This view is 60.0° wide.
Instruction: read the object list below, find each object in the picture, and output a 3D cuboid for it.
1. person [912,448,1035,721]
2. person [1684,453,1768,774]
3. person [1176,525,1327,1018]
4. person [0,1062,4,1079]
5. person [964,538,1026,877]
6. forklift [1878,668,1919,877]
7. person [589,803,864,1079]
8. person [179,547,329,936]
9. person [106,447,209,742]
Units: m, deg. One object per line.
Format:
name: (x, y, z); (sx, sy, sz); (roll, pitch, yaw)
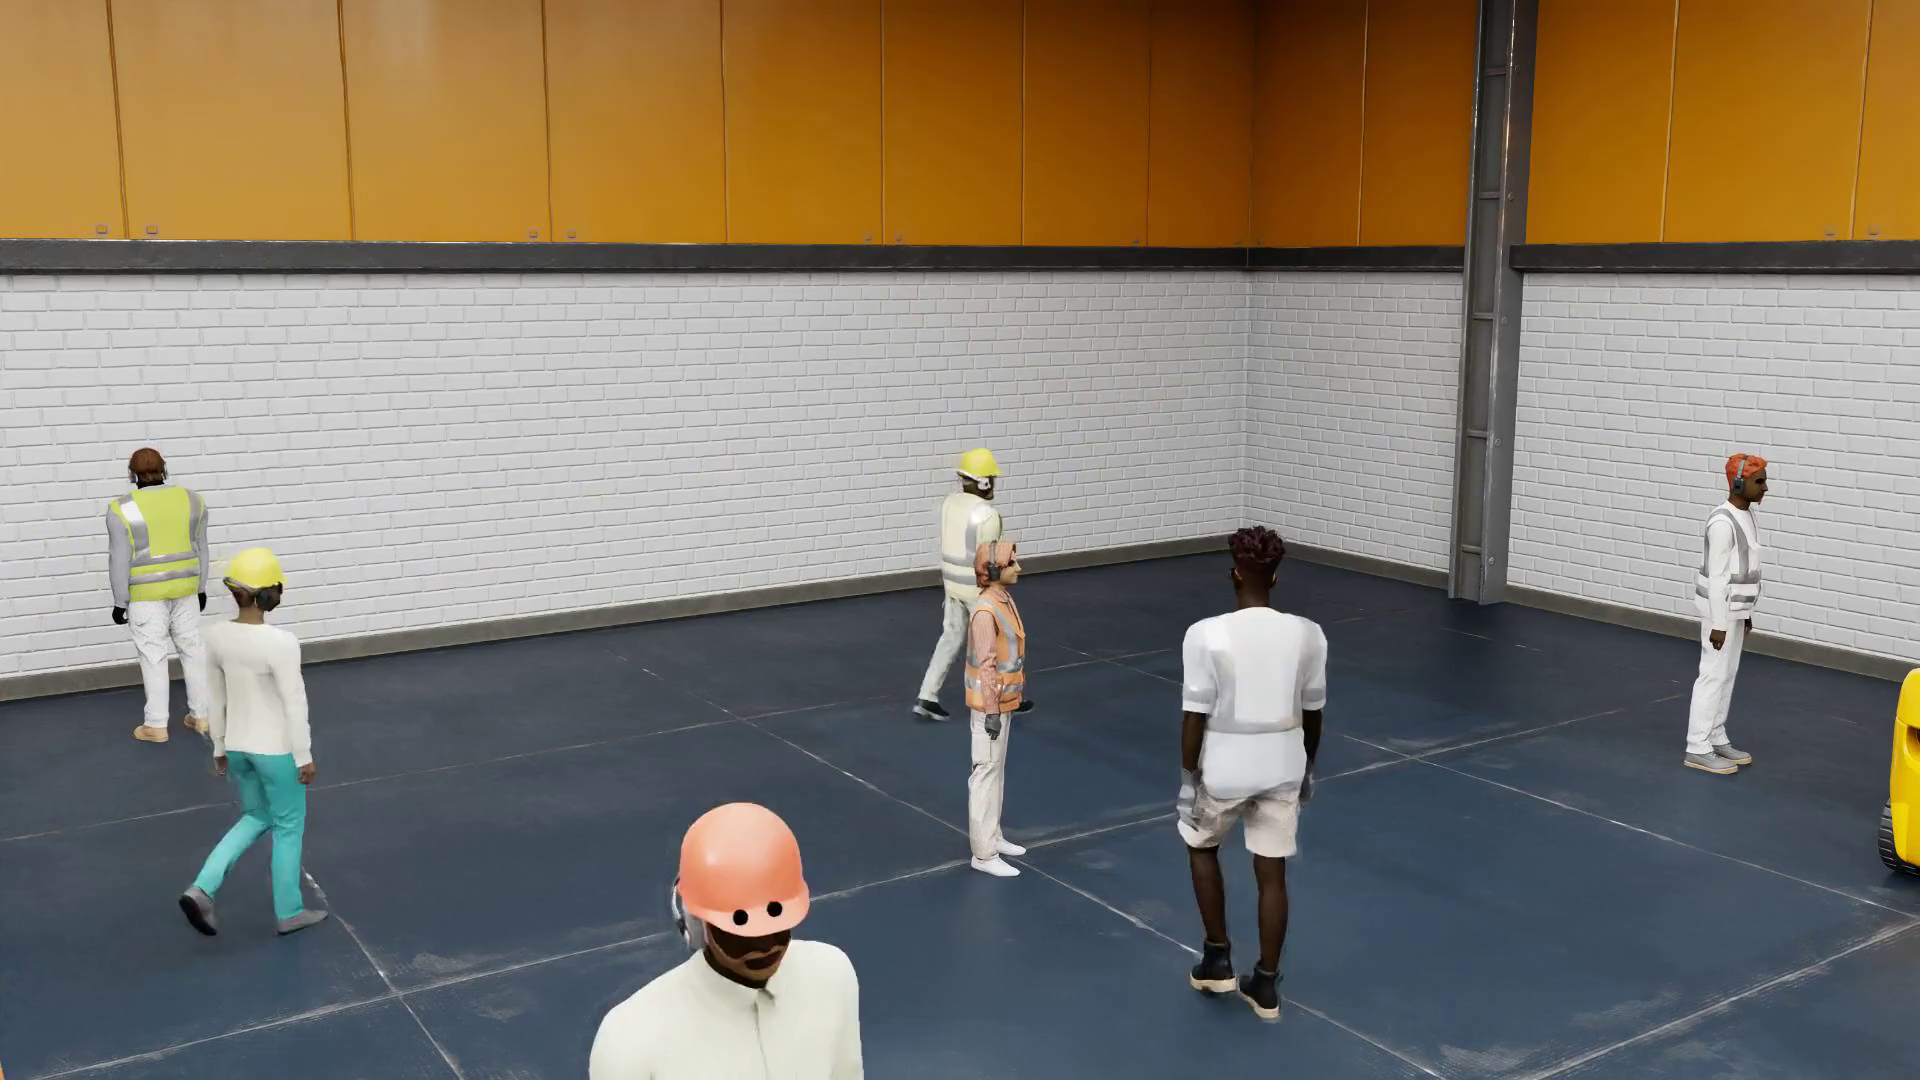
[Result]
person: (0.080, 0.294, 10.766); (0.850, 1.800, 0.598); (-8, 12, -39)
person: (4.500, 0.426, 9.751); (0.350, 1.878, 0.568); (7, 12, 37)
person: (1.141, 0.905, 6.630); (0.631, 1.942, 0.575); (-2, 10, -11)
person: (-2.128, 1.586, 3.421); (0.844, 1.645, 0.547); (4, 10, 22)
person: (0.171, 0.807, 8.143); (0.309, 1.645, 0.514); (1, 10, 9)
forklift: (5.511, 0.571, 7.906); (2.313, 2.155, 1.214); (-6, 11, -33)
person: (-0.485, 1.439, 3.344); (0.625, 1.972, 0.620); (9, 13, 43)
person: (-3.070, 0.909, 7.209); (0.530, 1.752, 0.554); (5, 11, 28)
person: (-4.997, 0.339, 10.385); (0.430, 1.837, 0.624); (7, 12, 38)
